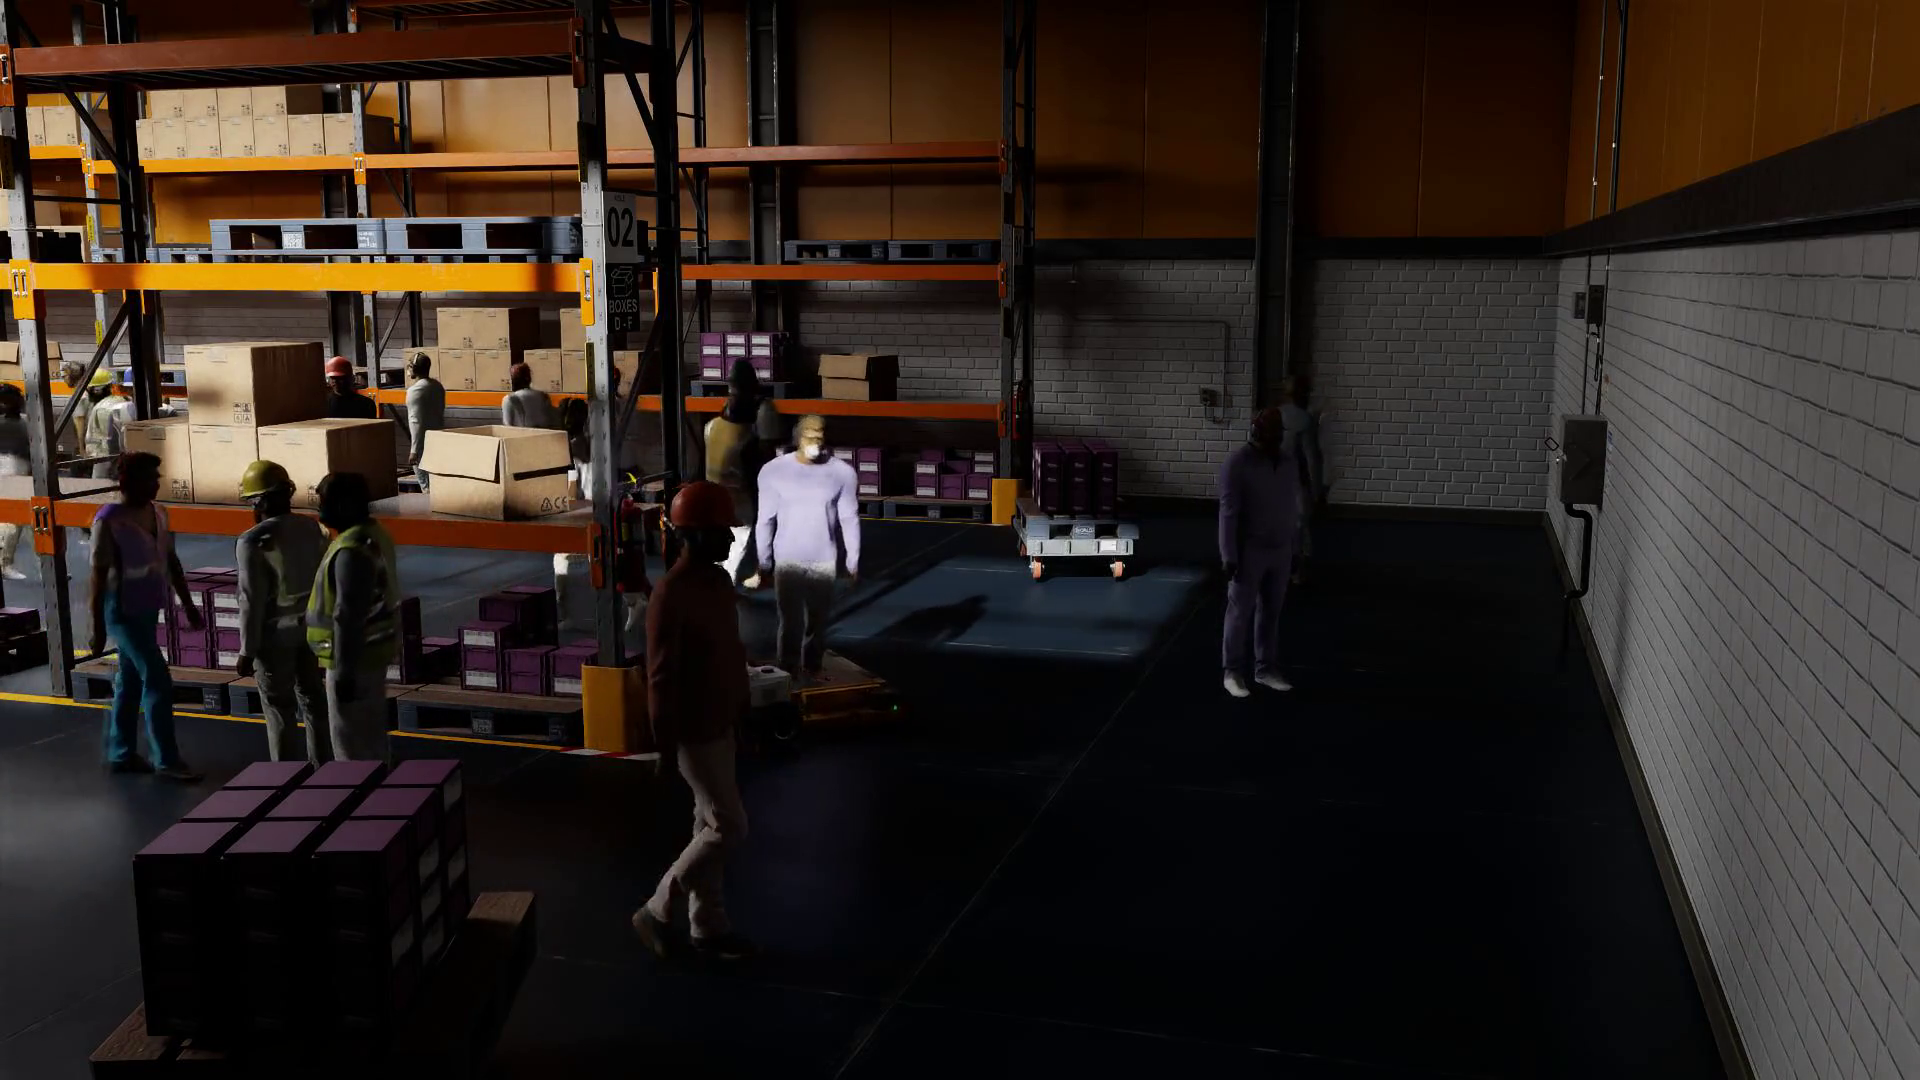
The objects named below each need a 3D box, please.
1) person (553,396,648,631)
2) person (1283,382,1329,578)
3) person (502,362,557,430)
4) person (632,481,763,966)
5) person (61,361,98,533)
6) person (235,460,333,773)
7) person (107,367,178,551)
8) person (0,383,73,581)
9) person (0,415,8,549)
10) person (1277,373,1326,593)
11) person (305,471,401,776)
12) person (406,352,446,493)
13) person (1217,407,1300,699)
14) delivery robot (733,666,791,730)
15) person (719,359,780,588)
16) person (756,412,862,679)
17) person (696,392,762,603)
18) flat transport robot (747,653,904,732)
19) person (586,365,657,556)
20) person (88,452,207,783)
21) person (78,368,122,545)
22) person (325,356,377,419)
[{"bbox_3d":[-2.849,-0.190,12.768,0.875,1.839,0.519,3,10,20],"label":"person"},{"bbox_3d":[3.097,-0.586,15.221,0.558,1.837,0.952,7,12,36],"label":"person"},{"bbox_3d":[-4.353,-0.902,17.113,0.895,1.849,0.596,8,12,40],"label":"person"},{"bbox_3d":[-1.004,0.746,6.635,0.438,1.979,0.616,2,9,9],"label":"person"},{"bbox_3d":[-9.264,-0.982,17.635,0.467,1.818,0.538,0,9,-2],"label":"person"},{"bbox_3d":[-3.520,0.491,8.639,0.403,1.826,0.589,4,10,23],"label":"person"},{"bbox_3d":[-7.240,-0.580,14.794,0.605,1.949,0.402,-2,10,-12],"label":"person"},{"bbox_3d":[-8.292,-0.494,14.727,1.030,1.801,0.549,4,10,21],"label":"person"},{"bbox_3d":[-9.741,-0.716,16.709,0.893,1.593,0.516,7,11,36],"label":"person"},{"bbox_3d":[2.776,-0.456,14.141,0.838,1.918,0.633,-4,10,-21],"label":"person"},{"bbox_3d":[-2.945,0.576,8.091,0.433,1.841,0.633,-2,9,-9],"label":"person"},{"bbox_3d":[-5.499,-0.961,17.144,0.374,1.941,0.627,1,9,8],"label":"person"},{"bbox_3d":[1.988,0.078,10.917,0.651,1.904,0.403,-6,11,-31],"label":"person"},{"bbox_3d":[-1.351,0.902,9.713,0.707,0.478,0.477,-7,11,-35],"label":"delivery robot"},{"bbox_3d":[-1.954,-0.566,14.426,0.704,2.000,0.804,8,12,41],"label":"person"},{"bbox_3d":[-0.936,0.154,10.389,0.649,1.920,0.535,-2,10,-13],"label":"person"},{"bbox_3d":[-1.883,-0.343,13.851,0.715,1.789,0.428,8,12,41],"label":"person"},{"bbox_3d":[-0.943,0.934,10.664,0.652,0.197,1.431,-5,10,-25],"label":"flat transport robot"},{"bbox_3d":[-3.343,-0.773,16.200,0.858,1.880,0.554,4,10,22],"label":"person"},{"bbox_3d":[-4.406,0.420,9.093,0.767,1.810,0.581,0,9,1],"label":"person"},{"bbox_3d":[-8.578,-0.853,16.897,0.726,1.803,0.582,-2,10,-12],"label":"person"},{"bbox_3d":[-5.666,-0.690,15.320,0.611,1.996,0.378,-1,9,-7],"label":"person"}]
